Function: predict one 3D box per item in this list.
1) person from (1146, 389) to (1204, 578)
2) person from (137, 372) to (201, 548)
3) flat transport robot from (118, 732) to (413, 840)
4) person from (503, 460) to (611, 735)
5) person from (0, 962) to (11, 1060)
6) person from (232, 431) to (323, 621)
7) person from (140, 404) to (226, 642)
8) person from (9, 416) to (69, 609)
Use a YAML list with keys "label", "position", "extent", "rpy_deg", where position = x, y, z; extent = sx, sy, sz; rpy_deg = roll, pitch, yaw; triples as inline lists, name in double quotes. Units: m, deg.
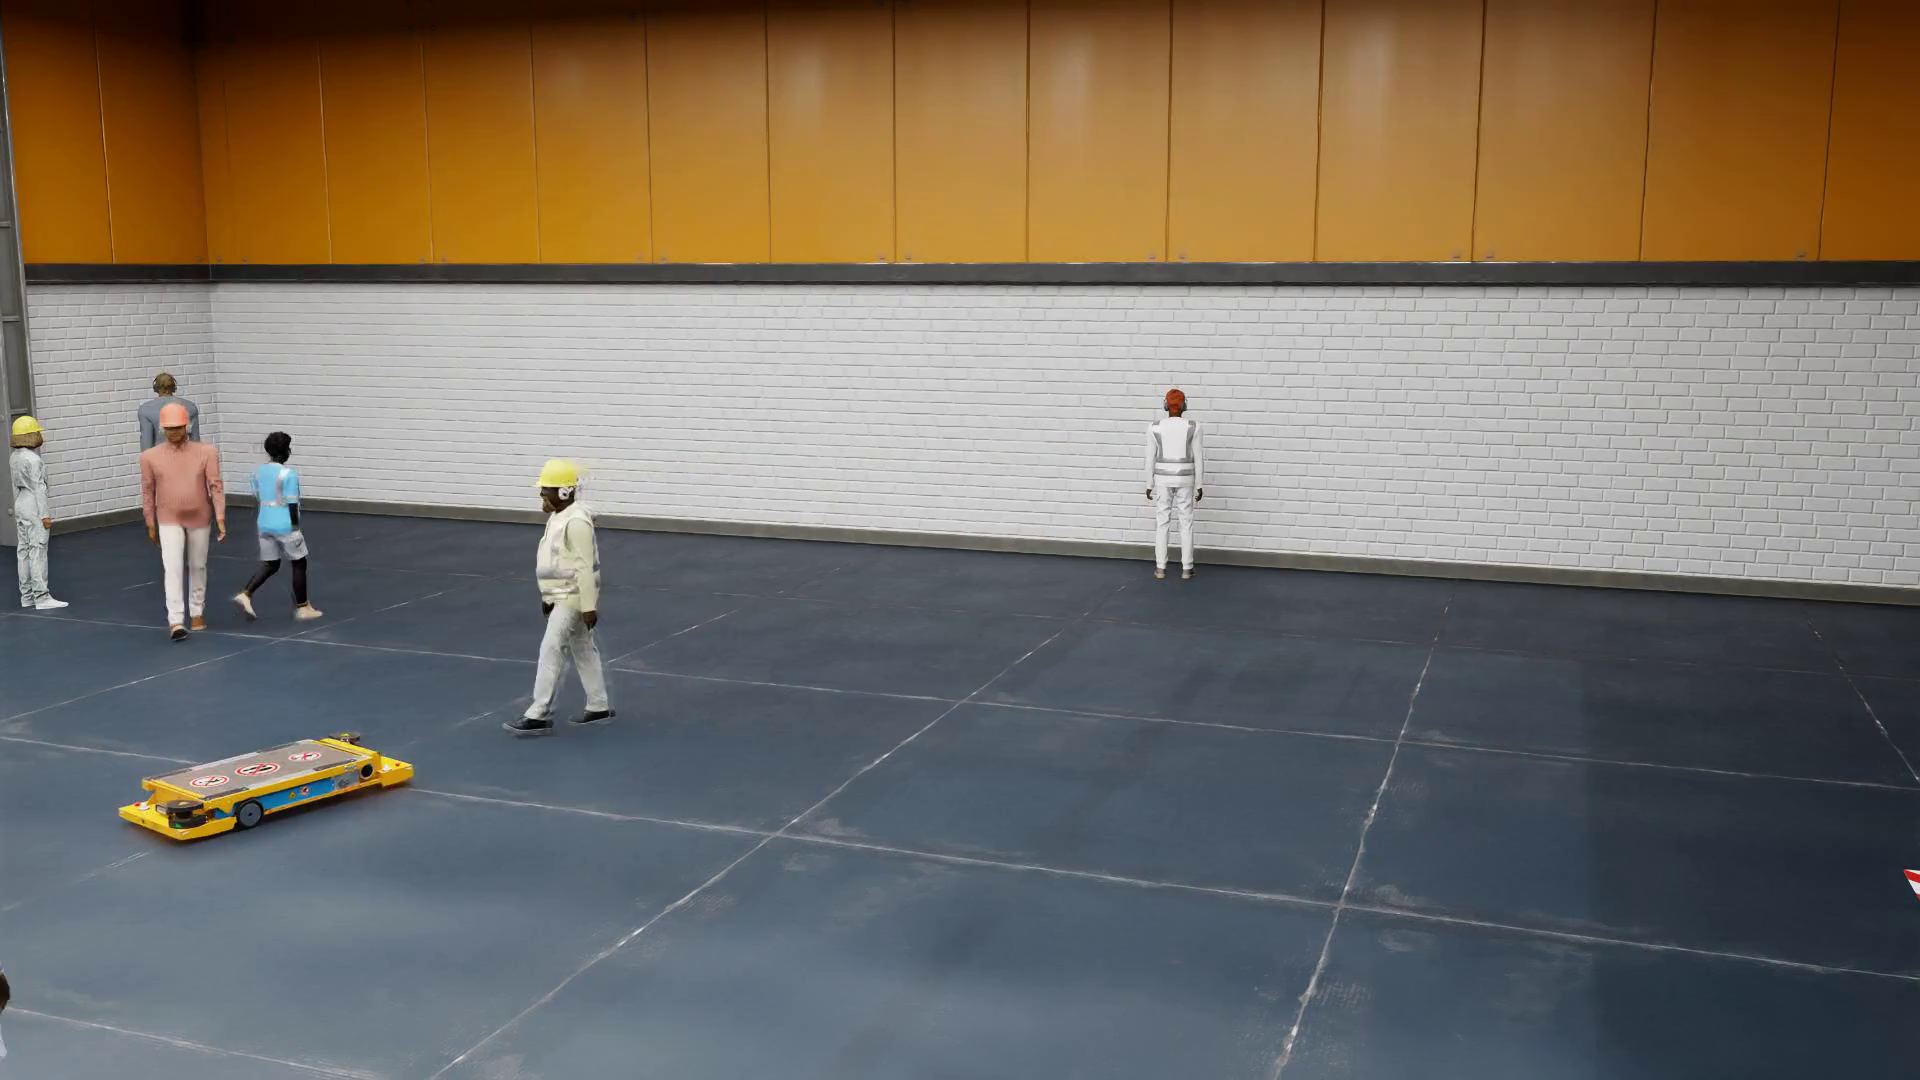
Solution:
- label: "person"
  position: [2.128, -0.555, 16.491]
  extent: [0.574, 1.887, 0.355]
  rpy_deg: [2, 9, 11]
- label: "person"
  position: [-8.678, -0.873, 18.300]
  extent: [0.633, 1.938, 0.356]
  rpy_deg: [-8, 12, -42]
- label: "flat transport robot"
  position: [-3.933, 1.379, 9.490]
  extent: [0.652, 0.197, 1.431]
  rpy_deg: [7, 11, 36]
- label: "person"
  position: [-2.699, 0.380, 10.931]
  extent: [0.826, 1.802, 0.625]
  rpy_deg: [-4, 10, -22]
- label: "person"
  position: [-3.083, 1.301, 4.888]
  extent: [0.534, 1.924, 0.551]
  rpy_deg: [0, 9, 1]
- label: "person"
  position: [-5.945, -0.098, 14.336]
  extent: [0.545, 1.674, 0.676]
  rpy_deg: [6, 11, 31]
- label: "person"
  position: [-6.422, -0.151, 13.796]
  extent: [0.617, 1.940, 1.020]
  rpy_deg: [-5, 10, -28]
- label: "person"
  position: [-8.357, -0.247, 15.018]
  extent: [0.487, 1.746, 0.288]
  rpy_deg: [7, 11, 36]
